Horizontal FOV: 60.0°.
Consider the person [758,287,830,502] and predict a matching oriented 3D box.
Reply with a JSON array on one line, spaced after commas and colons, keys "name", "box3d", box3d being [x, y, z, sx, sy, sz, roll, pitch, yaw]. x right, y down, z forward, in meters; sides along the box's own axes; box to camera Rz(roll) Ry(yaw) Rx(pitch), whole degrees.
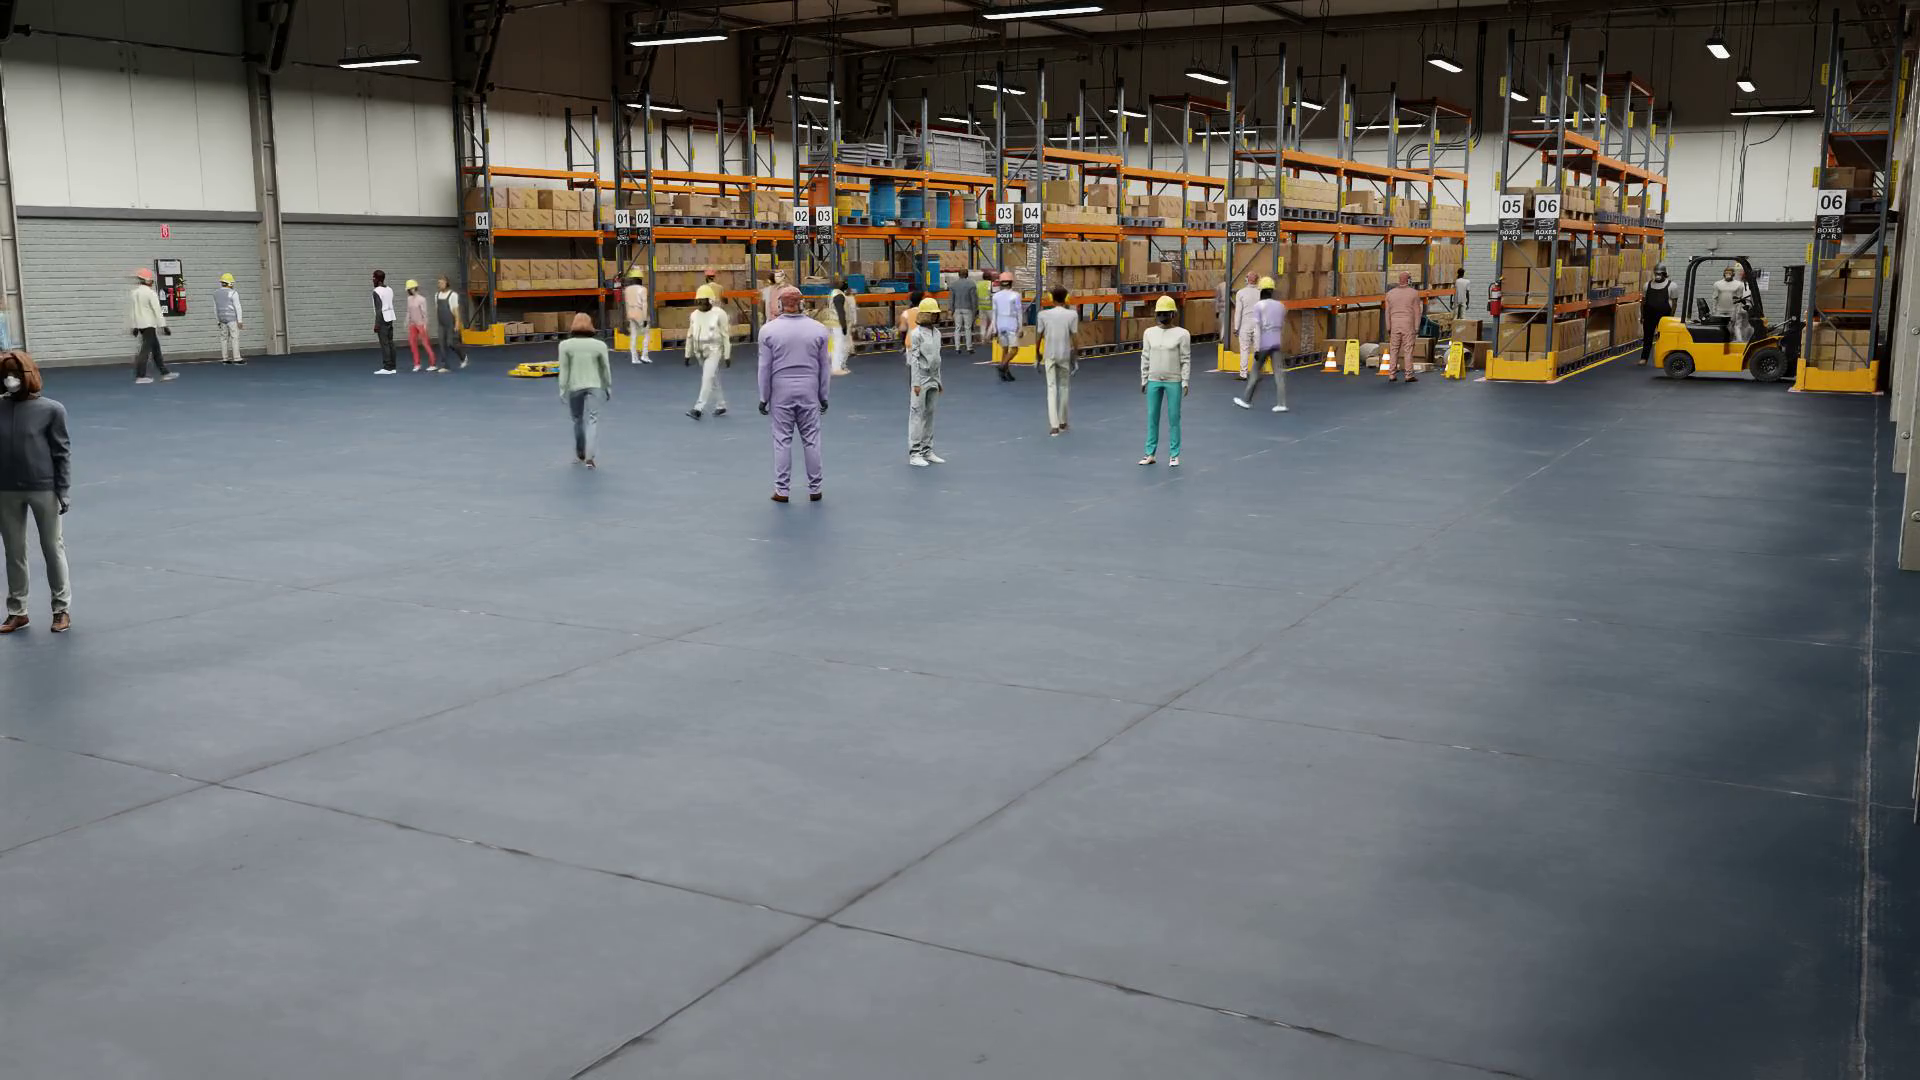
[{"name": "person", "box3d": [-1.479, -1.286, 14.767, 0.645, 1.905, 0.400, -3, 10, -16]}]

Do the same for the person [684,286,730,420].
[{"name": "person", "box3d": [-3.410, -2.498, 22.228, 0.619, 1.778, 0.943, 6, 11, 32]}]

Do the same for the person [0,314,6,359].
[{"name": "person", "box3d": [-14.451, -2.901, 25.047, 0.531, 1.622, 0.623, 7, 12, 36]}]

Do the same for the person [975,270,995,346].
[{"name": "person", "box3d": [0.670, -5.631, 40.431, 0.656, 1.825, 0.450, 6, 11, 30]}]

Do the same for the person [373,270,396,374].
[{"name": "person", "box3d": [-10.667, -4.032, 30.801, 0.394, 1.920, 0.587, 1, 10, 6]}]

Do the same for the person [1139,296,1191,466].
[{"name": "person", "box3d": [2.125, -1.644, 17.266, 0.523, 1.769, 0.324, 5, 11, 25]}]

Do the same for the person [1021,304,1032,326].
[{"name": "person", "box3d": [1.335, -5.255, 37.599, 0.605, 2.045, 0.377, 2, 10, 13]}]

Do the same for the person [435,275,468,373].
[{"name": "person", "box3d": [-9.566, -4.042, 31.153, 0.517, 1.831, 0.553, 5, 11, 25]}]

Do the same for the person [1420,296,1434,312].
[{"name": "person", "box3d": [13.060, -6.855, 47.237, 0.946, 1.934, 0.767, -4, 11, -24]}]

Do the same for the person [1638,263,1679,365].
[{"name": "person", "box3d": [13.893, -4.494, 33.148, 0.688, 2.000, 0.536, 7, 12, 35]}]

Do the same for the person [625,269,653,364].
[{"name": "person", "box3d": [-6.463, -4.505, 33.595, 0.600, 1.907, 0.591, 6, 11, 30]}]

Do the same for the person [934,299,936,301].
[{"name": "person", "box3d": [-0.927, -6.581, 45.707, 0.629, 1.927, 0.464, 9, 13, 43]}]

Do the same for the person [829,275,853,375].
[{"name": "person", "box3d": [-2.132, -3.920, 30.403, 0.537, 1.825, 0.661, -1, 10, -6]}]

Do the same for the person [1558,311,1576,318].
[{"name": "person", "box3d": [17.030, -6.715, 46.430, 0.645, 1.934, 0.793, -6, 11, -30]}]

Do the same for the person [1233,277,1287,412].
[{"name": "person", "box3d": [4.298, -2.746, 23.403, 0.611, 1.869, 0.987, -5, 11, -28]}]

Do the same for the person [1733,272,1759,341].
[{"name": "person", "box3d": [17.826, -5.203, 37.841, 0.586, 1.863, 0.772, 3, 10, 16]}]

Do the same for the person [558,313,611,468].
[{"name": "person", "box3d": [-3.896, -1.561, 17.297, 0.524, 1.584, 0.873, -2, 10, -12]}]

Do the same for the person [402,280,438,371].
[{"name": "person", "box3d": [-10.269, -4.061, 31.548, 0.558, 1.716, 0.509, 7, 12, 35]}]

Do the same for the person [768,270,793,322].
[{"name": "person", "box3d": [-3.557, -4.410, 33.051, 0.649, 1.906, 0.401, 6, 11, 31]}]

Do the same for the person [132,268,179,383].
[{"name": "person", "box3d": [-13.876, -3.690, 28.689, 0.623, 1.954, 0.944, 8, 12, 39]}]

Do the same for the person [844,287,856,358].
[{"name": "person", "box3d": [-2.448, -4.658, 35.468, 0.502, 1.602, 0.863, 8, 12, 38]}]

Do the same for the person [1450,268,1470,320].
[{"name": "person", "box3d": [13.388, -6.349, 44.550, 0.511, 1.860, 0.332, 2, 10, 12]}]

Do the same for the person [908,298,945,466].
[{"name": "person", "box3d": [-0.337, -1.651, 17.371, 0.306, 1.745, 0.483, 6, 12, 33]}]

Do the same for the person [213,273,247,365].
[{"name": "person", "box3d": [-14.603, -4.409, 33.261, 0.602, 1.830, 0.404, 3, 10, 16]}]

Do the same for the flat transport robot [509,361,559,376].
[{"name": "flat transport robot", "box3d": [-7.480, -3.148, 30.444, 0.652, 0.197, 1.431, 7, 12, 34]}]

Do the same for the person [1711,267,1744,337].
[{"name": "person", "box3d": [16.876, -5.036, 36.627, 0.628, 1.940, 0.373, 5, 11, 28]}]

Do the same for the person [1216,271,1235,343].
[{"name": "person", "box3d": [6.275, -5.327, 38.653, 0.648, 1.824, 0.452, 5, 11, 29]}]

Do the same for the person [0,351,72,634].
[{"name": "person", "box3d": [-5.399, -0.273, 9.621, 0.501, 1.636, 0.280, -1, 10, -8]}]

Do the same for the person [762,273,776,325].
[{"name": "person", "box3d": [-3.815, -4.528, 33.922, 0.538, 1.846, 0.534, 3, 10, 15]}]

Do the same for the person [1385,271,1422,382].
[{"name": "person", "box3d": [7.704, -3.696, 28.871, 0.642, 1.909, 0.410, 7, 12, 37]}]

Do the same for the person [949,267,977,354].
[{"name": "person", "box3d": [0.075, -5.097, 36.977, 0.627, 1.940, 0.371, 3, 10, 17]}]

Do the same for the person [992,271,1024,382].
[{"name": "person", "box3d": [0.799, -3.674, 28.689, 0.567, 1.923, 0.650, 5, 11, 29]}]

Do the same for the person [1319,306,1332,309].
[{"name": "person", "box3d": [9.163, -5.735, 41.498, 0.554, 1.680, 0.566, -2, 10, -13]}]

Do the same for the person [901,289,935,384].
[{"name": "person", "box3d": [-0.610, -2.905, 24.863, 0.560, 1.682, 0.405, 3, 10, 19]}]

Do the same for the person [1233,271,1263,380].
[{"name": "person", "box3d": [5.098, -3.748, 29.175, 0.655, 1.906, 0.407, -2, 10, -13]}]

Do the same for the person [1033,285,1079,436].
[{"name": "person", "box3d": [1.175, -2.207, 20.396, 0.543, 1.819, 0.955, 0, 10, 1]}]

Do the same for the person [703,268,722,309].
[{"name": "person", "box3d": [-5.359, -4.880, 35.764, 0.568, 1.914, 0.567, 7, 12, 36]}]
